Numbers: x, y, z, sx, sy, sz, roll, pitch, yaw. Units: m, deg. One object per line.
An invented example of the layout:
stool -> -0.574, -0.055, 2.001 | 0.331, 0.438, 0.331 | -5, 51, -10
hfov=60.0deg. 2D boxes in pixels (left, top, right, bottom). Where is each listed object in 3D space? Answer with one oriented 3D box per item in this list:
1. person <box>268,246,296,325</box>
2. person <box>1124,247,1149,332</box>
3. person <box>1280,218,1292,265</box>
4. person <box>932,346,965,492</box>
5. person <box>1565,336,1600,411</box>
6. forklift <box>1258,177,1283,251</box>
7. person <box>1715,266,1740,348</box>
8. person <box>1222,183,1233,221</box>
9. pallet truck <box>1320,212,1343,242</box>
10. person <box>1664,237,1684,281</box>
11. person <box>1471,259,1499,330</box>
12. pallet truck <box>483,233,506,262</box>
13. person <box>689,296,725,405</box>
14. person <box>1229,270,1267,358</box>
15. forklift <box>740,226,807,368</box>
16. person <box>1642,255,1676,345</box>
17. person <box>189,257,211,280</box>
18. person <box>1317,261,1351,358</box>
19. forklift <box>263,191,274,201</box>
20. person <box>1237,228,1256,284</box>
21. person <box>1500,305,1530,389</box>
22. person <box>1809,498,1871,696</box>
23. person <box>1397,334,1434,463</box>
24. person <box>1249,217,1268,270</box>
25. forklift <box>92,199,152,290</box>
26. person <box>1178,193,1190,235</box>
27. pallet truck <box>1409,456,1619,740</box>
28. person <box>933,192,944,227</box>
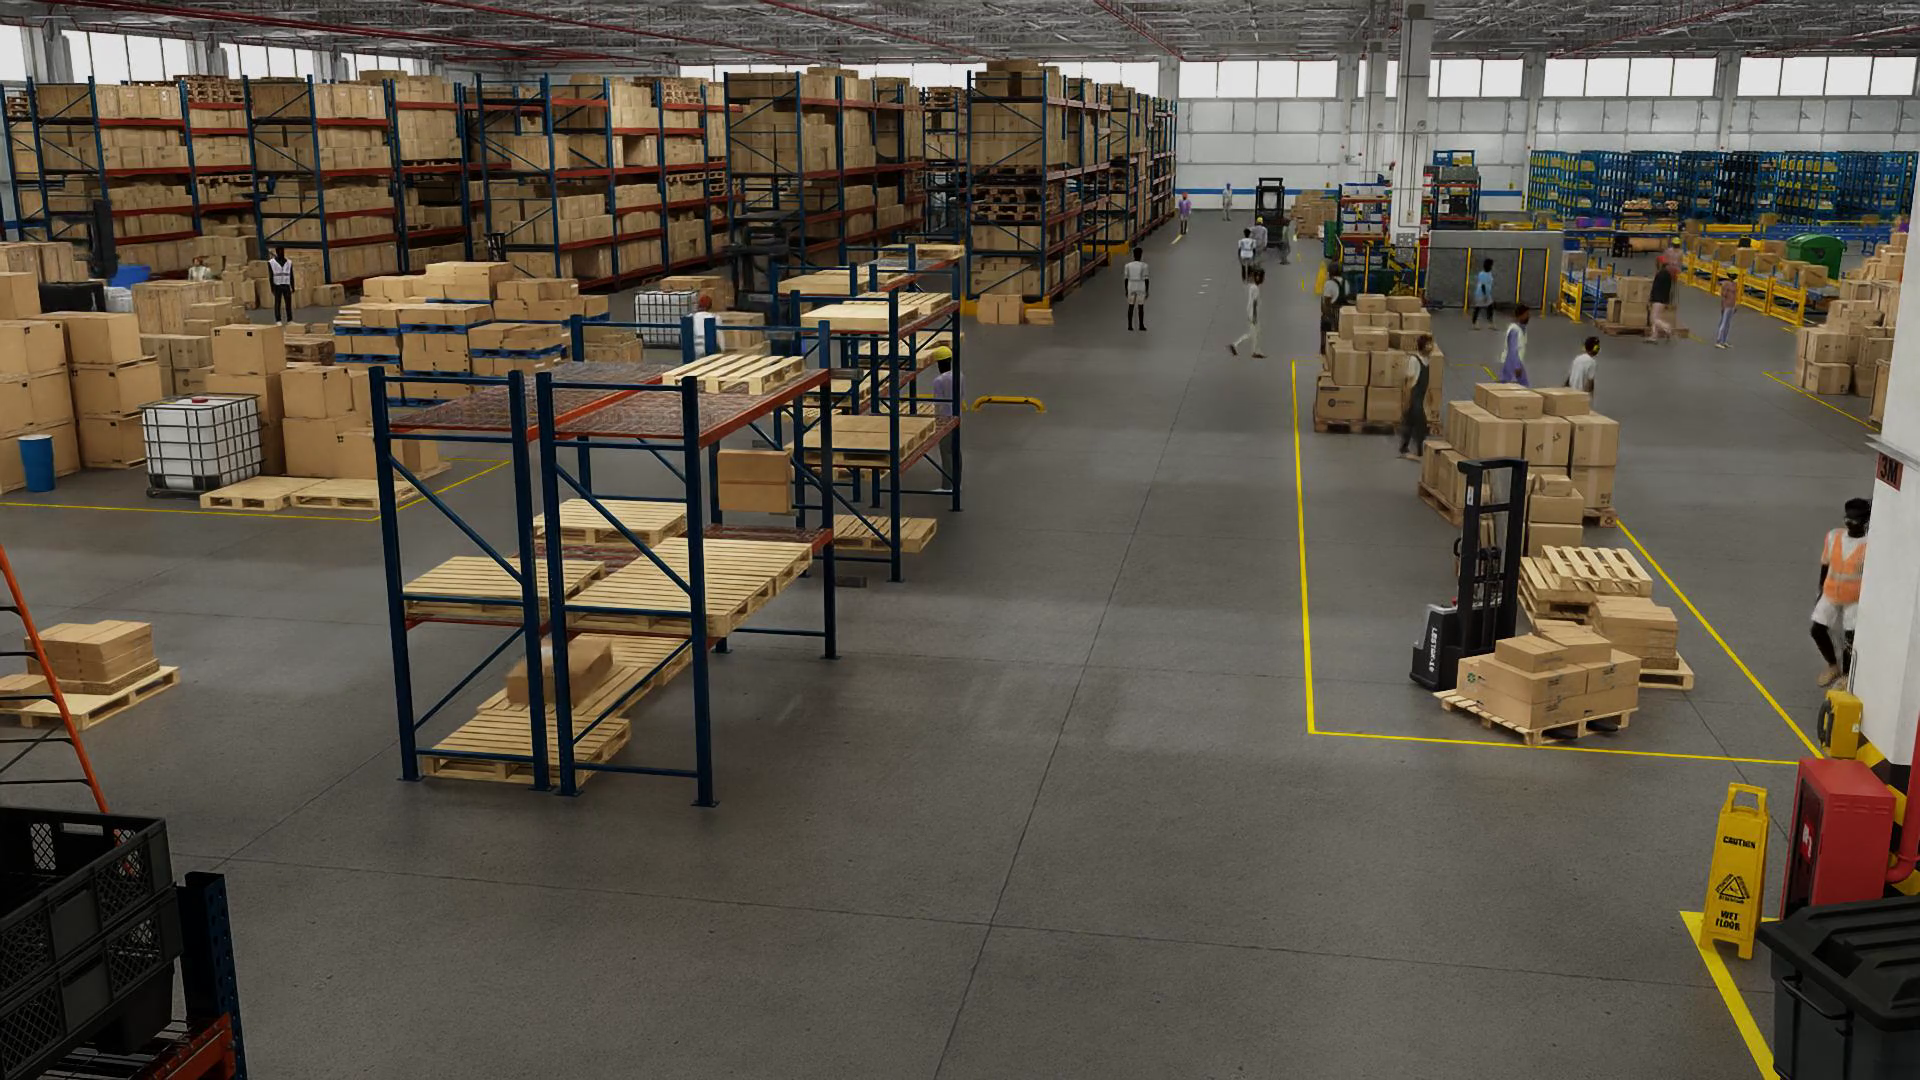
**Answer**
person -> -16.340, -6.129, 40.095 | 0.591, 1.910, 0.388 | -12, 18, -41
person -> 4.123, -5.833, 38.769 | 0.607, 1.966, 0.367 | 6, 15, 22
person -> 11.446, -10.414, 58.082 | 0.538, 1.614, 0.537 | 4, 14, 15
person -> -0.174, -1.533, 21.408 | 0.375, 1.919, 0.584 | 9, 16, 31
person -> 8.785, -2.007, 23.669 | 1.146, 1.772, 0.538 | -4, 15, -17
forklift -> 12.083, -12.747, 64.956 | 1.129, 2.768, 1.873 | 3, 14, 10
person -> 16.605, -5.025, 35.901 | 0.535, 1.767, 0.316 | -10, 17, -36
person -> 13.890, -17.544, 86.350 | 0.605, 1.948, 0.403 | -7, 15, -25
pallet truck -> 15.874, -13.227, 70.310 | 0.680, 1.201, 1.601 | 10, 17, 35
person -> 19.719, -7.514, 46.032 | 0.535, 1.751, 0.504 | 4, 14, 14
person -> 12.367, -5.737, 38.974 | 0.540, 1.669, 0.749 | -13, 19, -42
pallet truck -> -11.832, -7.026, 43.548 | 1.885, 1.965, 0.823 | 8, 16, 28
person -> -4.339, -3.281, 28.658 | 0.606, 1.838, 0.925 | 2, 14, 8
person -> 5.963, -4.641, 34.203 | 0.732, 1.840, 0.567 | 1, 14, 5
forklift -> -3.692, -4.608, 31.911 | 1.129, 2.768, 1.873 | 3, 14, 10
person -> 15.308, -5.213, 36.226 | 0.677, 1.976, 0.617 | 13, 19, 42
person -> -18.370, -6.036, 40.260 | 0.514, 1.641, 0.315 | -2, 14, -7
person -> 7.744, -4.730, 34.135 | 0.709, 2.000, 0.768 | -9, 16, -32
forklift -> -20.427, -9.101, 50.154 | 1.129, 2.768, 1.873 | 3, 14, 10
person -> 8.761, -8.695, 50.947 | 0.552, 1.682, 0.435 | 0, 14, 0
person -> 9.039, -2.854, 26.867 | 0.989, 1.863, 0.619 | 9, 16, 32
person -> 7.301, 0.478, 13.700 | 0.366, 1.685, 0.551 | -9, 16, -32
person -> 6.535, -1.986, 23.452 | 0.773, 1.812, 0.536 | 10, 17, 36
person -> 9.933, -9.863, 55.437 | 0.626, 1.813, 0.599 | 1, 14, 5
forklift -> -22.595, -7.614, 44.116 | 1.873, 2.768, 1.129 | -9, 17, -33
person -> 10.098, -14.685, 74.898 | 0.547, 1.891, 0.999 | 2, 14, 9
pallet truck -> 4.504, 0.400, 13.395 | 0.823, 1.965, 1.885 | -6, 15, -23
person -> -1.048, -16.194, 80.909 | 0.563, 1.927, 0.422 | 1, 14, 3
